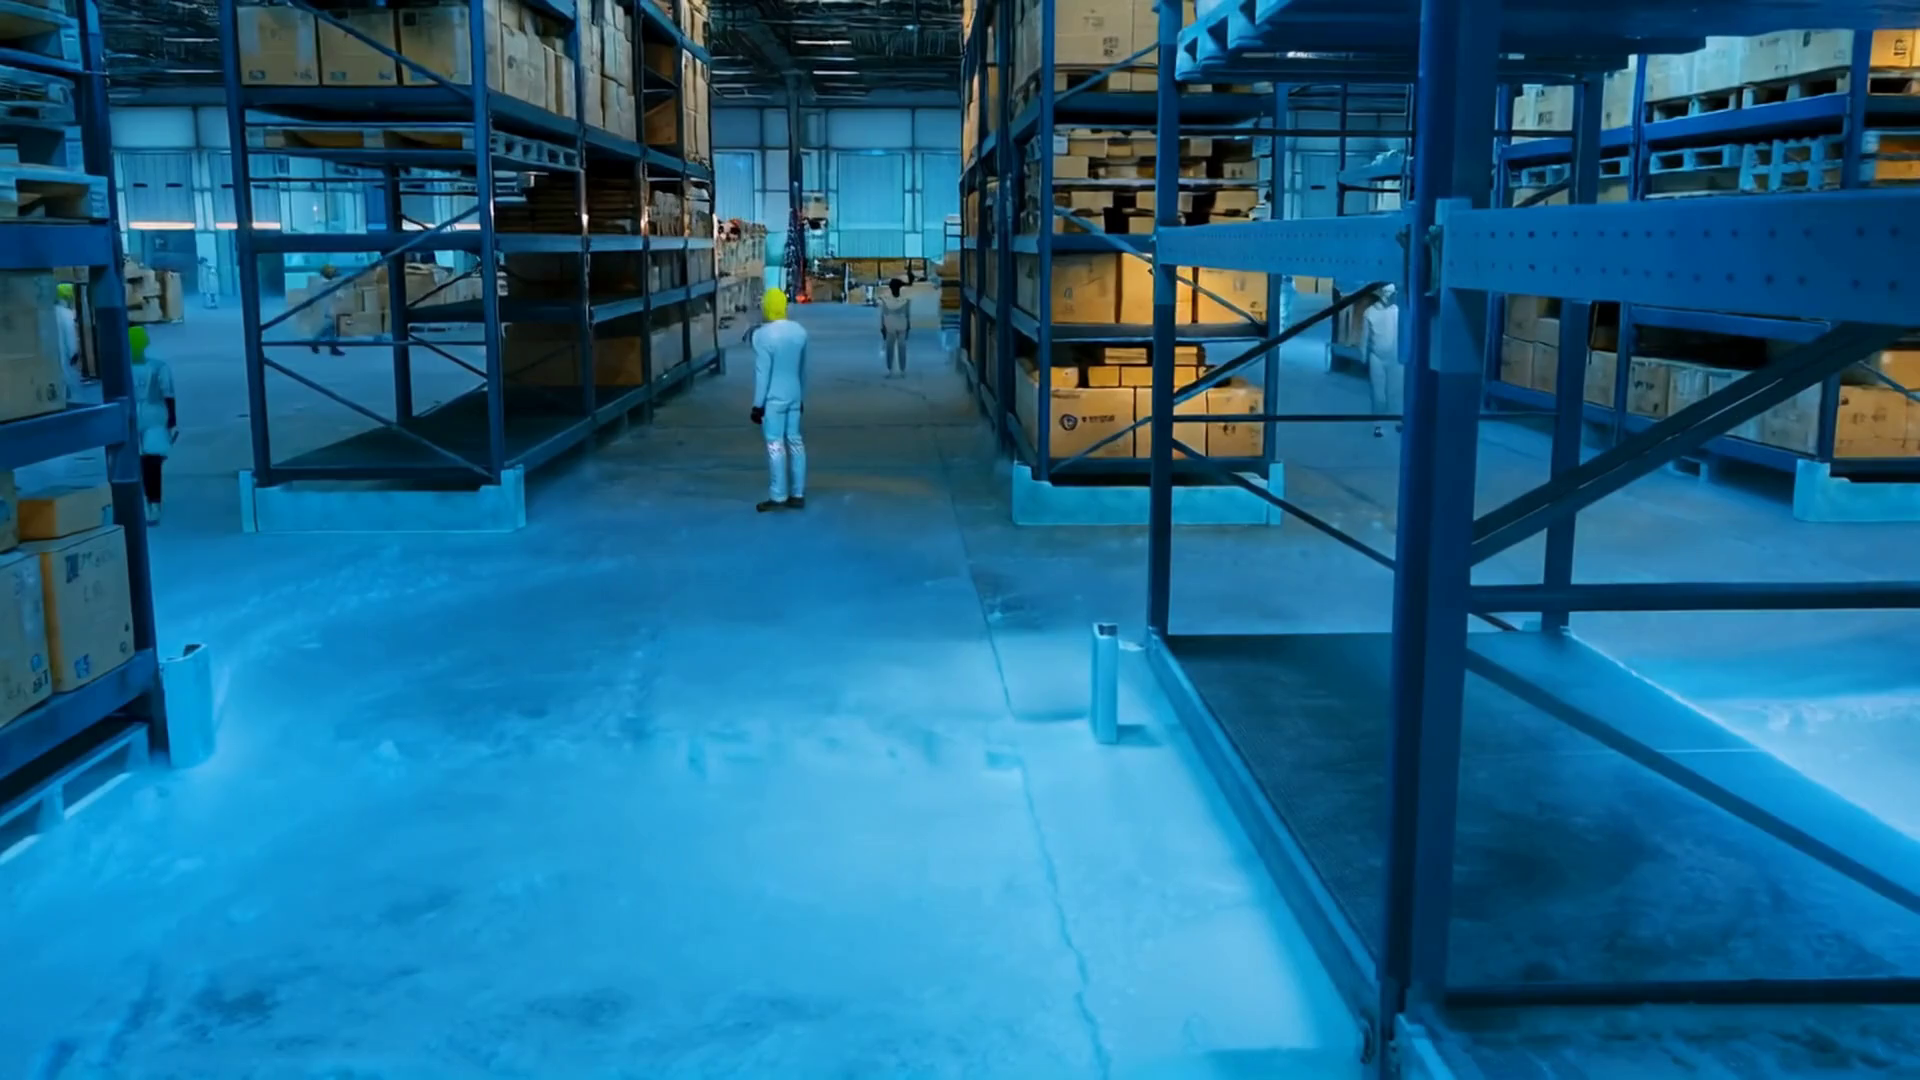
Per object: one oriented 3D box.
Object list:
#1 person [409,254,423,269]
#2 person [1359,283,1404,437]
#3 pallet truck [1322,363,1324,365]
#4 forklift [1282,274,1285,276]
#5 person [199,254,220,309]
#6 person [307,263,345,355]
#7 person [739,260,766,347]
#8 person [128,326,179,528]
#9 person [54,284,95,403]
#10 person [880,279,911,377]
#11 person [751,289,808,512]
[{"bbox_3d":[-18.909,-9.018,58.026,0.586,1.924,0.370,4,11,21],"label":"person"},{"bbox_3d":[5.118,-2.171,19.960,0.668,1.889,0.438,3,11,14],"label":"person"},{"bbox_3d":[7.712,-4.157,30.737,1.885,1.965,0.823,3,11,16],"label":"pallet truck"},{"bbox_3d":[12.135,-10.836,65.485,1.129,2.768,1.873,0,10,-2],"label":"forklift"},{"bbox_3d":[-26.342,-9.075,58.347,0.509,1.921,0.665,-7,13,-36],"label":"person"},{"bbox_3d":[-13.166,-4.775,34.422,0.653,1.921,0.554,-3,11,-18],"label":"person"},{"bbox_3d":[-4.435,-5.083,36.035,0.609,1.944,0.624,-5,11,-24],"label":"person"},{"bbox_3d":[-6.782,-0.941,13.765,0.540,1.646,0.842,-1,10,-3],"label":"person"},{"bbox_3d":[-12.200,-2.580,22.579,0.589,1.769,0.963,0,10,0],"label":"person"},{"bbox_3d":[-1.127,-3.674,28.890,0.535,1.697,0.318,1,10,6],"label":"person"},{"bbox_3d":[-1.576,-1.208,14.495,0.366,1.931,0.630,8,13,37],"label":"person"}]
